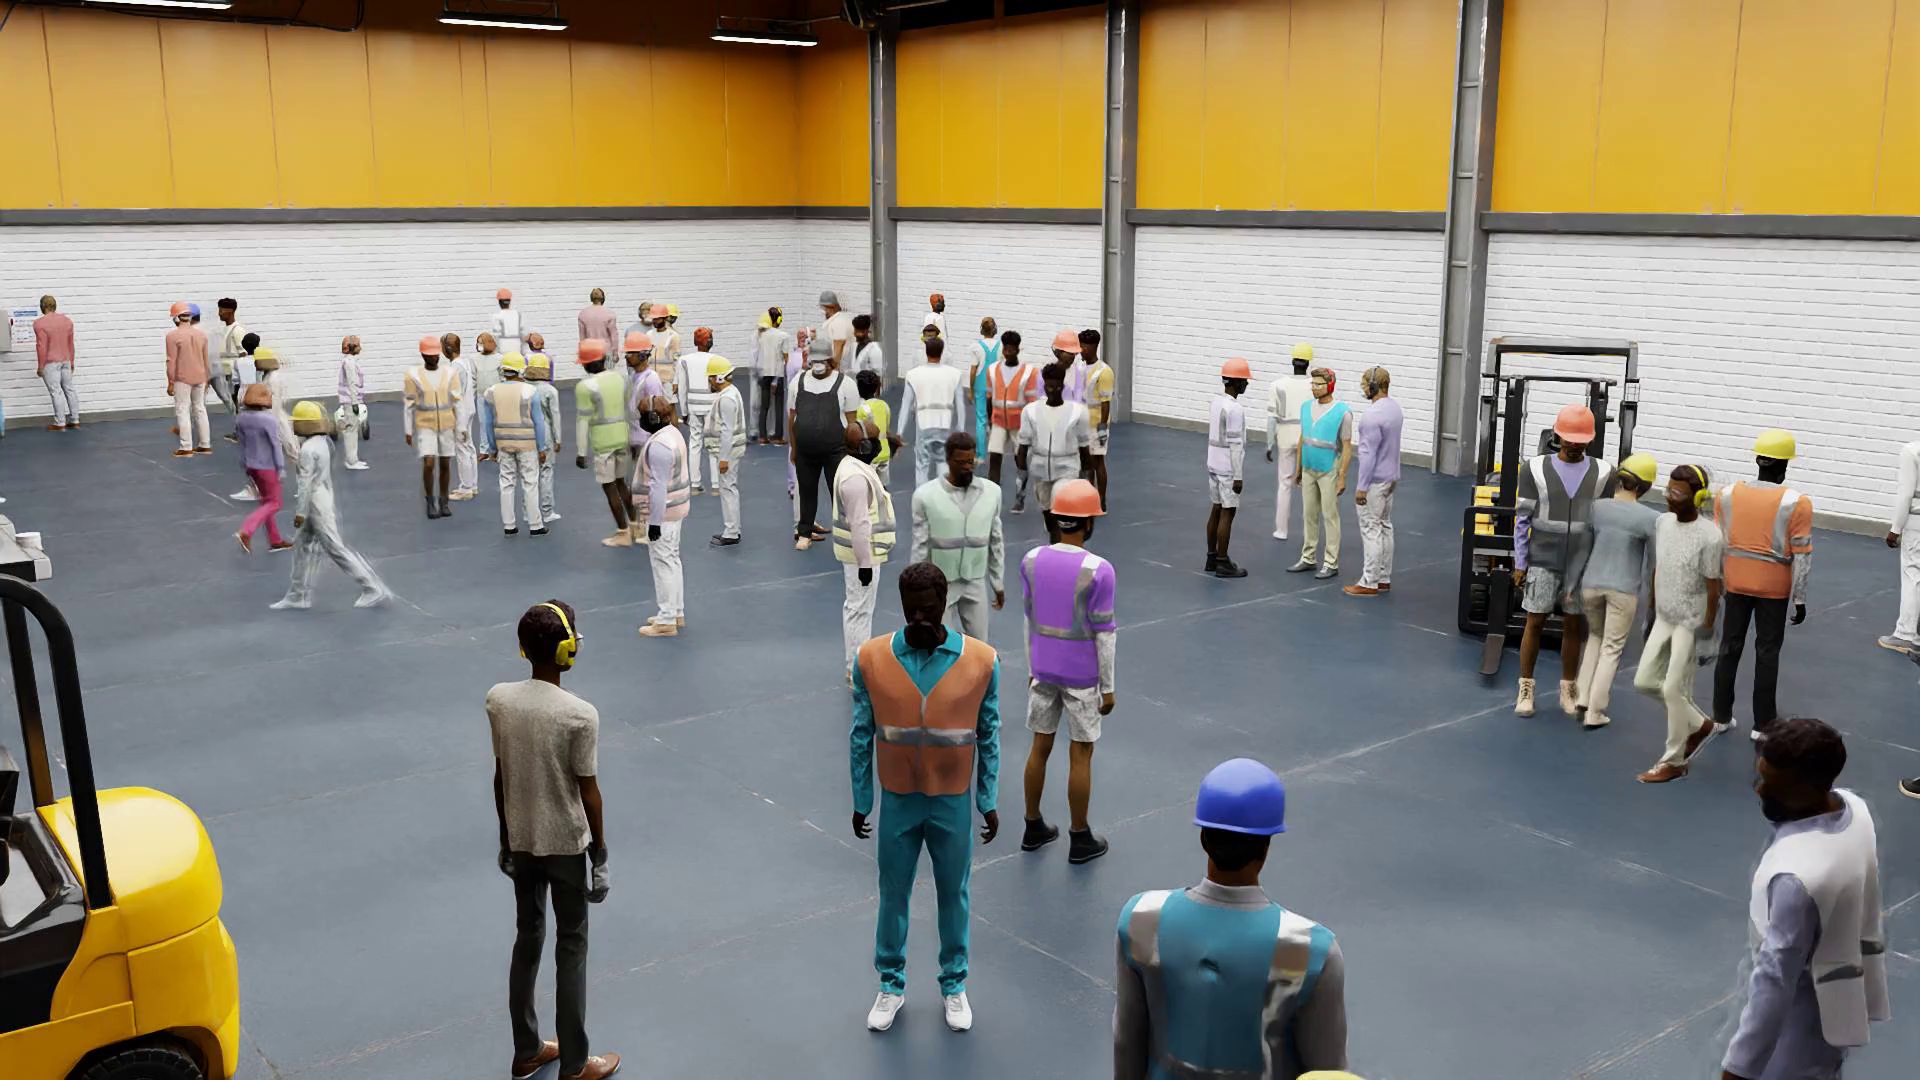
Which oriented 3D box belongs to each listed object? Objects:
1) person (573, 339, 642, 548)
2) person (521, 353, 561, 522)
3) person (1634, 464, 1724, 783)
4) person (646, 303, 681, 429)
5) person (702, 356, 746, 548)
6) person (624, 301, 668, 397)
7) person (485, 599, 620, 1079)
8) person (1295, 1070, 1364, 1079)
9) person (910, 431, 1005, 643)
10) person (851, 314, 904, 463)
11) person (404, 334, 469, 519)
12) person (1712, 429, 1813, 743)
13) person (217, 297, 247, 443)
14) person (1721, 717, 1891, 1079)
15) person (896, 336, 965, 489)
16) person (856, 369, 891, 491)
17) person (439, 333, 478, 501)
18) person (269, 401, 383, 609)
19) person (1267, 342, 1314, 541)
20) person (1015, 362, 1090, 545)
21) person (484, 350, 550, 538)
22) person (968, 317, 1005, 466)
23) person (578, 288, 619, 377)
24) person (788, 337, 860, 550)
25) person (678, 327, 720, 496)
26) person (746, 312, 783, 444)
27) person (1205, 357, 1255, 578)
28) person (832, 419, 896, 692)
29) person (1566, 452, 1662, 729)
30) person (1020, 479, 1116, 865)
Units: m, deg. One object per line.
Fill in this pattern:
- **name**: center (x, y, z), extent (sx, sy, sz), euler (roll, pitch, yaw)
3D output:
- **person**: center (-3.335, -0.905, 15.706), extent (0.474, 2.005, 0.661), euler (8, 14, 35)
- **person**: center (-4.315, -1.050, 17.058), extent (0.493, 1.732, 0.328), euler (2, 12, 10)
- **person**: center (4.110, 0.468, 9.432), extent (0.477, 1.852, 0.533), euler (-3, 12, -15)
- **person**: center (-3.884, -2.106, 21.658), extent (0.545, 1.938, 0.356), euler (5, 13, 23)
- **person**: center (-2.239, -0.842, 15.846), extent (0.403, 1.820, 0.603), euler (-1, 12, -7)
- **person**: center (-4.167, -2.228, 22.281), extent (0.632, 1.926, 0.367), euler (-7, 14, -32)
- **person**: center (-1.520, 1.138, 6.192), extent (0.504, 1.861, 0.329), euler (5, 13, 23)
- **person**: center (0.818, 1.833, 3.193), extent (0.913, 1.692, 0.587), euler (-1, 12, -7)
- **person**: center (-0.027, 0.261, 10.316), extent (0.607, 1.907, 0.404), euler (-5, 13, -23)
- **person**: center (-1.062, -1.797, 20.198), extent (0.767, 1.920, 0.691), euler (-5, 13, -22)
- **person**: center (-5.400, -1.162, 17.168), extent (0.576, 1.912, 0.627), euler (-7, 13, -29)
- **person**: center (4.885, 0.277, 10.170), extent (0.367, 1.926, 0.594), euler (-10, 15, -40)
- **person**: center (-9.813, -2.298, 22.512), extent (0.369, 1.967, 0.601), euler (-9, 15, -37)
- **person**: center (2.450, 1.414, 4.800), extent (0.364, 1.884, 0.703), euler (11, 16, 42)
- **person**: center (-0.302, -1.126, 17.054), extent (0.715, 1.895, 0.467), euler (-3, 12, -15)
- **person**: center (-0.845, -0.775, 15.834), extent (0.318, 1.691, 0.538), euler (7, 13, 29)
- **person**: center (-5.495, -1.345, 18.222), extent (0.343, 1.839, 0.506), euler (0, 12, 1)
- **person**: center (-5.130, -0.268, 13.383), extent (0.888, 1.713, 0.491), euler (-3, 12, -14)
- **person**: center (3.269, -0.951, 16.106), extent (0.594, 1.924, 0.384), euler (1, 12, 5)
- **person**: center (0.821, -0.604, 14.465), extent (0.615, 1.922, 0.995), euler (4, 12, 18)
- **person**: center (-4.304, -0.924, 16.201), extent (0.587, 1.835, 0.404), euler (2, 12, 10)
- **person**: center (0.358, -1.837, 20.584), extent (0.517, 1.842, 0.332), euler (-2, 12, -11)
- **person**: center (-5.470, -2.856, 25.279), extent (0.632, 1.940, 0.372), euler (2, 12, 12)
- **person**: center (-1.301, -0.898, 15.571), extent (0.686, 2.000, 0.535), euler (3, 12, 12)
- **person**: center (-2.835, -1.427, 18.511), extent (0.586, 1.880, 0.342), euler (3, 12, 16)
- **person**: center (-2.632, -2.160, 22.281), extent (0.619, 1.786, 0.747), euler (6, 13, 26)
- **person**: center (2.366, -0.632, 14.564), extent (0.388, 1.930, 0.544), euler (-2, 12, -11)
- **person**: center (-0.643, 0.104, 11.212), extent (0.429, 1.847, 0.625), euler (-1, 12, -6)
- **person**: center (4.102, 0.316, 10.431), extent (0.542, 1.731, 0.516), euler (11, 16, 42)
- **person**: center (0.560, 0.651, 8.375), extent (0.544, 1.928, 0.401), euler (9, 15, 37)
